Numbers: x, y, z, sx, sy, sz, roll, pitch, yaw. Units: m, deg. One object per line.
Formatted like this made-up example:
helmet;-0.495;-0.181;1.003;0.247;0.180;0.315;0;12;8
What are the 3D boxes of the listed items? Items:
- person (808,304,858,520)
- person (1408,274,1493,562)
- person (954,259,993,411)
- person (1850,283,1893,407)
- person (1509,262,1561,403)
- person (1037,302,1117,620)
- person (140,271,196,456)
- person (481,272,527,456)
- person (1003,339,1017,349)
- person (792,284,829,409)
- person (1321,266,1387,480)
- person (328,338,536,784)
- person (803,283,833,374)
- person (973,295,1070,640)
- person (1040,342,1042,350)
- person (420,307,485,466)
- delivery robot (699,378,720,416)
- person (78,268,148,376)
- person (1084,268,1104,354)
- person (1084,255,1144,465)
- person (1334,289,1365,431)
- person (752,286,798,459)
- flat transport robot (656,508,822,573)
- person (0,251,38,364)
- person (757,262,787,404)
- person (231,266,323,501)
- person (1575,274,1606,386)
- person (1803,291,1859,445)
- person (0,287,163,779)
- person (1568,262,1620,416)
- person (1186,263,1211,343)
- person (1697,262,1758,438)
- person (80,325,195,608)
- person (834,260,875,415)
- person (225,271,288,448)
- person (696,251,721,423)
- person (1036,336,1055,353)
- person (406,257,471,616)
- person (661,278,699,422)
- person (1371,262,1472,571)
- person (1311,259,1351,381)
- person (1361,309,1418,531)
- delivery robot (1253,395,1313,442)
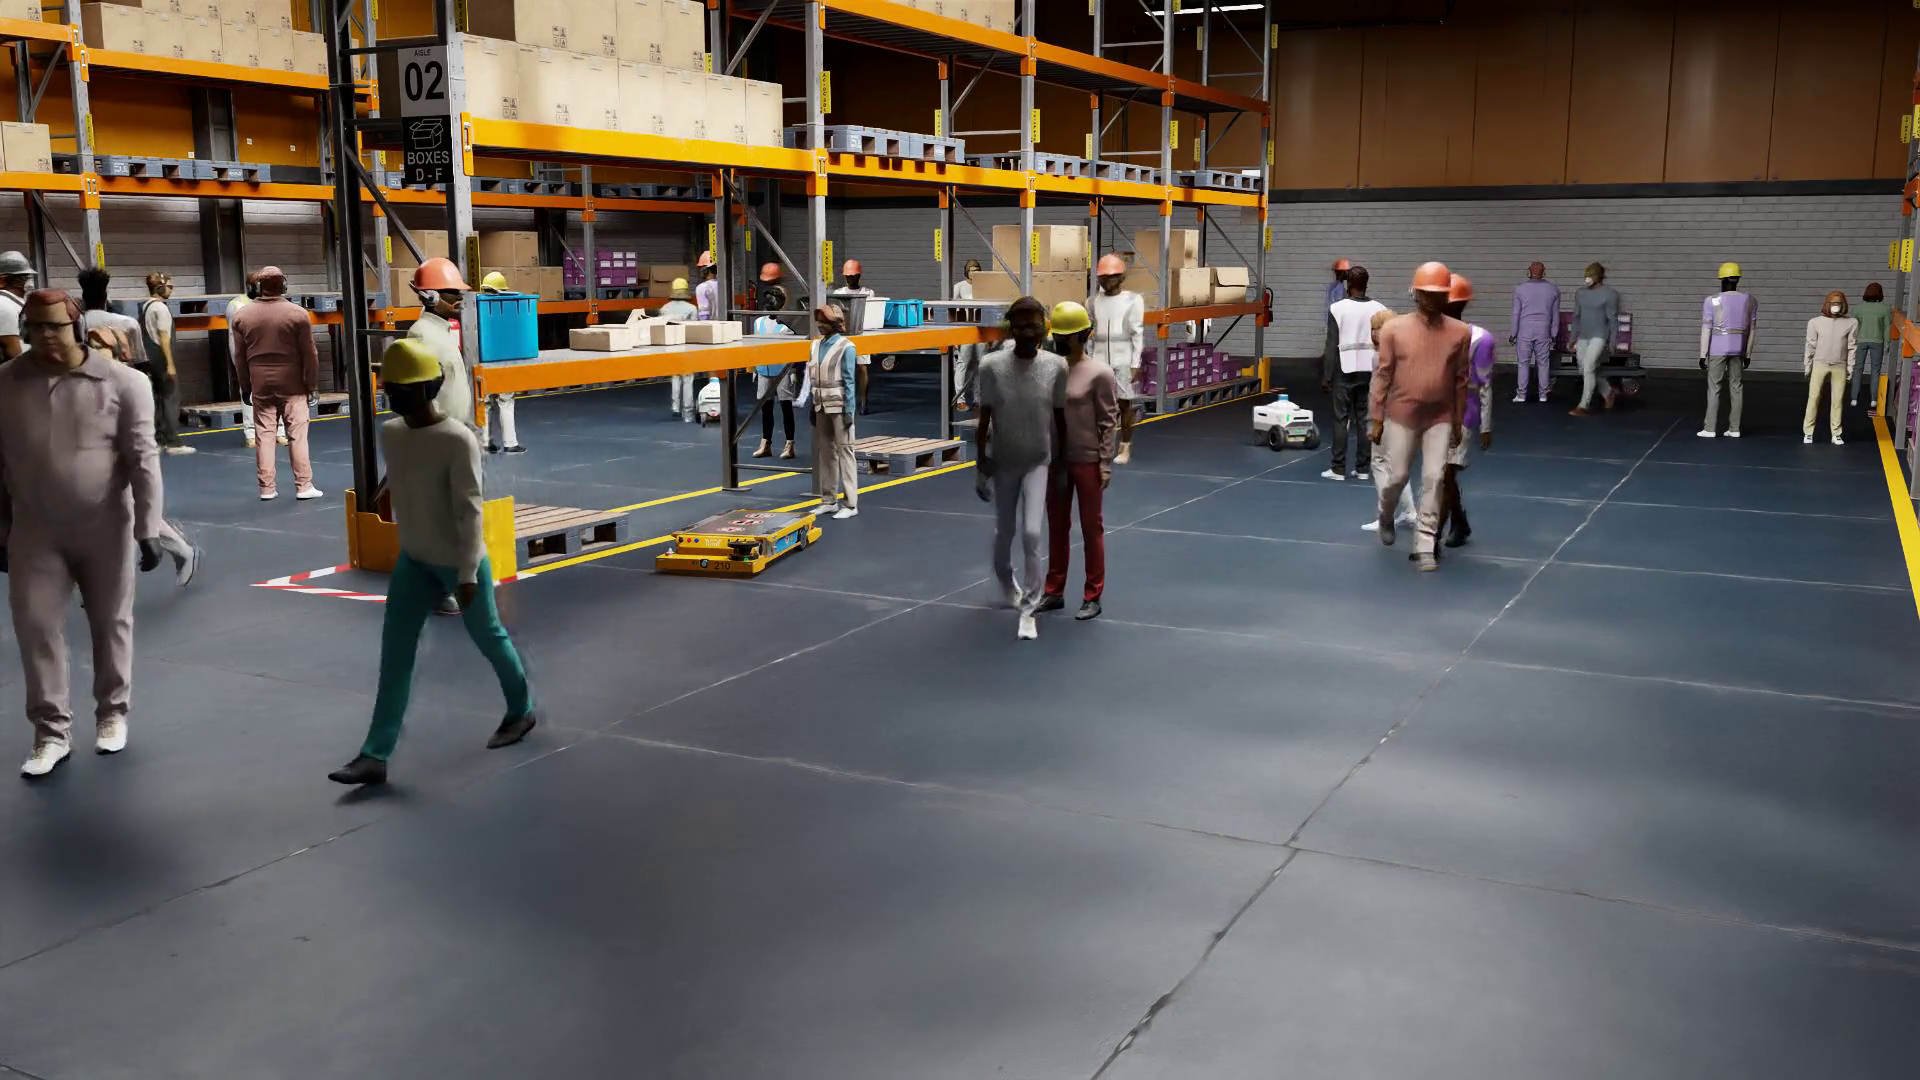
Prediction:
person;-0.971;-0.977;12.719;0.312;1.634;0.516;-9;13;-42
person;3.281;-0.833;11.144;0.561;1.894;1.003;9;13;41
person;0.156;-2.620;21.338;0.636;1.939;0.364;-7;12;-35
person;12.014;-2.574;21.962;0.497;1.632;0.289;8;12;37
person;7.747;-2.798;22.469;0.652;1.904;0.402;1;10;5
person;0.617;-0.435;9.215;0.524;1.759;0.337;8;13;40
person;-7.992;-1.767;16.694;0.370;1.837;0.536;-9;13;-42
person;-4.634;-1.759;16.665;0.602;1.827;0.404;4;11;22
person;0.767;-3.064;23.951;0.594;1.922;0.385;-5;11;-26
person;-1.811;-2.551;21.559;0.903;1.712;0.542;-7;12;-34
person;3.527;-1.480;14.834;0.604;1.908;0.396;-3;10;-17
person;-2.021;0.066;6.484;0.536;1.704;1.002;5;11;25
person;-2.330;-3.713;28.032;0.534;1.823;0.989;3;10;18
person;0.323;-0.427;9.035;0.528;1.817;0.909;0;10;-3
person;1.291;-3.814;28.112;0.612;1.986;0.401;5;11;29
person;-4.066;-1.238;13.340;0.633;1.939;0.368;4;10;20
delivery robot;-2.885;-1.665;19.542;0.477;0.478;0.707;-1;10;-5
person;-6.529;-1.110;12.695;0.620;1.908;1.050;-4;10;-20
person;1.776;-2.835;22.907;0.618;1.836;0.430;0;10;-3
person;1.403;-1.658;15.608;0.617;1.993;1.030;4;11;23
person;4.499;-2.113;19.166;0.548;1.665;0.755;1;10;3
person;-1.816;-1.639;16.360;0.532;1.697;0.319;4;11;24
flat transport robot;-1.443;-0.013;11.067;0.652;0.197;1.431;2;10;12
person;-7.678;-1.349;13.683;0.535;2.000;0.674;-5;11;-28
person;-2.513;-2.746;22.204;0.421;1.895;0.599;1;10;7
person;-5.562;-1.271;13.608;0.651;1.910;0.409;0;10;-3
person;9.528;-3.209;25.057;0.404;1.833;0.590;-5;11;-27
person;9.201;-1.815;17.595;0.495;1.626;0.285;3;10;19
person;-3.480;-0.031;6.504;0.672;1.878;0.777;-3;10;-17
person;7.959;-2.504;20.738;0.808;1.911;0.638;-5;11;-25
person;3.764;-3.442;26.283;0.580;1.879;0.347;-8;13;-39
person;8.386;-2.070;18.220;0.588;1.918;0.397;0;10;-2
person;-4.852;-0.451;9.708;0.524;1.614;0.700;3;10;17
person;-1.324;-2.513;20.725;0.553;1.933;0.370;1;10;6
person;-7.281;-1.874;17.340;0.429;1.836;0.623;10;14;44
person;-2.963;-2.421;19.884;0.396;2.044;0.609;5;11;28
person;1.225;-3.134;24.708;0.610;1.814;0.645;1;10;5
person;-2.913;-0.580;9.362;0.391;1.995;0.613;-1;10;-7
person;-3.355;-2.285;20.046;0.517;1.716;0.529;2;10;13
person;2.978;-0.819;10.832;0.627;1.969;0.770;0;10;1
person;5.871;-3.432;26.081;0.551;1.924;0.568;1;10;4
person;3.130;-0.867;12.126;0.296;1.616;0.528;10;14;44
delivery robot;3.340;-1.262;17.207;0.477;0.478;0.707;-4;10;-20
